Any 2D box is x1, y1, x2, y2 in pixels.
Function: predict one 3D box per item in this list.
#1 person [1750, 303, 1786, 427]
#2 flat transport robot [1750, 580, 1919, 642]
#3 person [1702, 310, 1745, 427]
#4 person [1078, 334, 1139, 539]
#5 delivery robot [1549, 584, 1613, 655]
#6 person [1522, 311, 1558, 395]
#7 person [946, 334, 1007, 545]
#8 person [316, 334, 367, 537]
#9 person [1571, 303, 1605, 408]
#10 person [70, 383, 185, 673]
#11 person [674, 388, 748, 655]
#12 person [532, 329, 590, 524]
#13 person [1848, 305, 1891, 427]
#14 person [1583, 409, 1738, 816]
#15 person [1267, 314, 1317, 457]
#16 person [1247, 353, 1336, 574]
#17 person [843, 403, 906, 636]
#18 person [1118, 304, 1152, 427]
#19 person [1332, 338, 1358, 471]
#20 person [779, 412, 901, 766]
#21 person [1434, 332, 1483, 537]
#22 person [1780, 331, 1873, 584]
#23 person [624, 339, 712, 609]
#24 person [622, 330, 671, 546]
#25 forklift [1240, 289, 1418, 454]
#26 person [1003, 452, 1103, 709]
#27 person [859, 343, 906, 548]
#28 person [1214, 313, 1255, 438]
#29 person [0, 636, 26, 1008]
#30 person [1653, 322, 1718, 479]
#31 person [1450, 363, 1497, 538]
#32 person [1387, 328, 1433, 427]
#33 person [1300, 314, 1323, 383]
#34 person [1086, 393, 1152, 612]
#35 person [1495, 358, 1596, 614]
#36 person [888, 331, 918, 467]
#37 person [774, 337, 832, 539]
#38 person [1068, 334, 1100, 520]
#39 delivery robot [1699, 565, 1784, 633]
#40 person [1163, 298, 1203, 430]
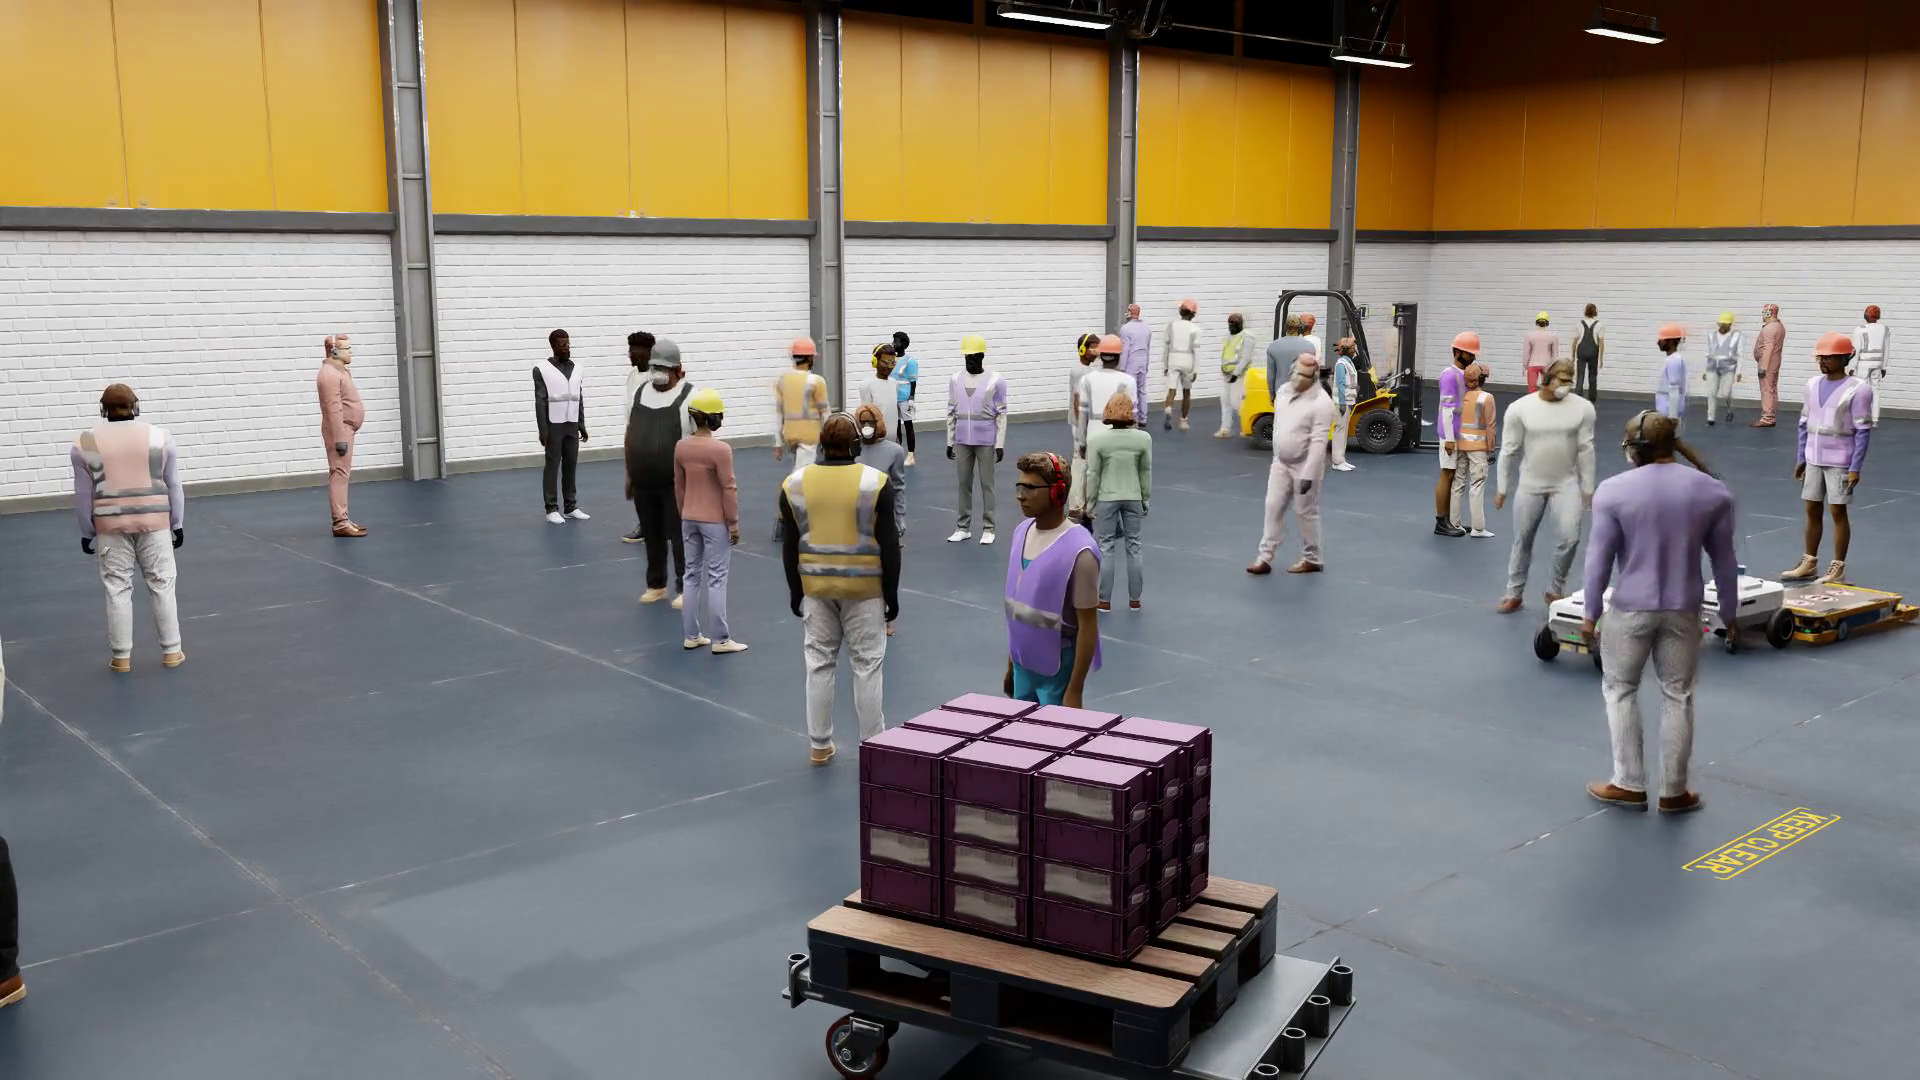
[{"bbox_3d":[12.473,-2.695,25.710,0.401,1.907,0.648,8,13,40],"label":"person"},{"bbox_3d":[6.133,0.494,11.821,1.431,0.197,0.652,-7,12,-34],"label":"flat transport robot"},{"bbox_3d":[11.753,-2.635,25.633,0.616,1.809,0.509,9,13,43],"label":"person"},{"bbox_3d":[1.360,-0.934,15.352,0.565,1.921,0.673,4,11,23],"label":"person"},{"bbox_3d":[4.154,0.472,10.819,0.707,0.478,0.477,-7,12,-39],"label":"delivery robot"},{"bbox_3d":[9.177,-2.730,26.329,0.533,1.767,0.327,2,10,13],"label":"person"},{"bbox_3d":[0.137,-0.921,15.266,0.593,1.926,0.366,4,11,24],"label":"person"},{"bbox_3d":[-5.826,-0.987,15.706,0.406,1.910,0.639,-3,10,-18],"label":"person"},{"bbox_3d":[10.876,-3.180,28.817,0.530,1.842,0.502,5,11,25],"label":"person"},{"bbox_3d":[-5.269,-0.076,10.584,0.621,1.839,0.429,-5,11,-26],"label":"person"},{"bbox_3d":[-1.670,-0.122,11.061,0.526,1.768,0.315,7,12,35],"label":"person"},{"bbox_3d":[-3.967,-1.134,16.536,0.388,1.919,0.594,7,12,35],"label":"person"},{"bbox_3d":[14.014,-2.673,25.646,0.585,1.882,0.337,-1,10,-3],"label":"person"},{"bbox_3d":[3.317,0.348,7.895,0.706,1.919,0.429,1,10,4],"label":"person"},{"bbox_3d":[4.022,-1.764,20.169,0.630,1.940,0.372,6,11,31],"label":"person"},{"bbox_3d":[2.713,-0.601,13.605,0.825,1.855,0.722,-7,12,-35],"label":"person"},{"bbox_3d":[-0.626,-0.139,11.543,0.505,1.632,0.268,-1,10,-4],"label":"person"},{"bbox_3d":[2.653,-2.677,25.607,0.644,1.907,0.399,-8,13,-41],"label":"person"},{"bbox_3d":[4.742,-1.675,20.520,0.309,1.641,0.515,4,10,22],"label":"person"},{"bbox_3d":[-0.597,0.262,8.586,0.619,1.845,0.430,2,10,13],"label":"person"},{"bbox_3d":[4.715,-1.000,15.730,0.374,1.927,0.542,6,11,32],"label":"person"},{"bbox_3d":[6.913,-0.636,13.259,0.397,2.043,0.610,-4,10,-20],"label":"person"},{"bbox_3d":[-2.234,-0.505,12.497,0.691,2.000,0.535,3,10,18],"label":"person"},{"bbox_3d":[-2.849,-0.925,15.172,0.372,1.966,0.608,-9,13,-41],"label":"person"},{"bbox_3d":[5.034,-2.339,22.783,2.313,2.155,1.214,3,10,16],"label":"forklift"},{"bbox_3d":[0.374,0.551,6.883,0.390,1.846,0.565,-6,11,-29],"label":"person"},{"bbox_3d":[-0.693,-0.828,14.906,0.326,1.865,0.519,7,12,35],"label":"person"},{"bbox_3d":[3.993,-2.368,24.050,0.533,1.817,0.638,-5,11,-29],"label":"person"},{"bbox_3d":[-3.540,0.671,5.742,0.610,1.996,0.379,5,11,28],"label":"person"},{"bbox_3d":[7.987,-1.466,18.522,0.884,1.914,0.560,5,11,27],"label":"person"},{"bbox_3d":[4.811,-0.840,15.627,0.310,1.642,0.514,-6,12,-33],"label":"person"},{"bbox_3d":[6.769,-2.639,25.498,1.005,1.878,0.591,0,10,1],"label":"person"},{"bbox_3d":[4.537,-2.026,21.857,0.343,1.882,0.586,8,12,38],"label":"person"},{"bbox_3d":[1.175,-0.276,12.344,0.500,1.633,0.284,-2,10,-10],"label":"person"},{"bbox_3d":[4.285,-0.379,12.151,0.717,1.907,0.518,2,10,12],"label":"person"},{"bbox_3d":[-0.747,-1.773,20.917,0.318,1.700,0.536,-10,14,-44],"label":"person"},{"bbox_3d":[-1.470,-0.960,15.650,0.548,1.889,1.012,7,12,37],"label":"person"},{"bbox_3d":[1.254,-1.139,16.730,0.327,1.865,0.520,2,10,14],"label":"person"},{"bbox_3d":[5.222,0.409,11.212,0.707,0.478,0.477,-7,12,-34],"label":"delivery robot"},{"bbox_3d":[3.311,-2.612,24.947,0.618,2.008,0.859,3,10,19],"label":"person"}]
